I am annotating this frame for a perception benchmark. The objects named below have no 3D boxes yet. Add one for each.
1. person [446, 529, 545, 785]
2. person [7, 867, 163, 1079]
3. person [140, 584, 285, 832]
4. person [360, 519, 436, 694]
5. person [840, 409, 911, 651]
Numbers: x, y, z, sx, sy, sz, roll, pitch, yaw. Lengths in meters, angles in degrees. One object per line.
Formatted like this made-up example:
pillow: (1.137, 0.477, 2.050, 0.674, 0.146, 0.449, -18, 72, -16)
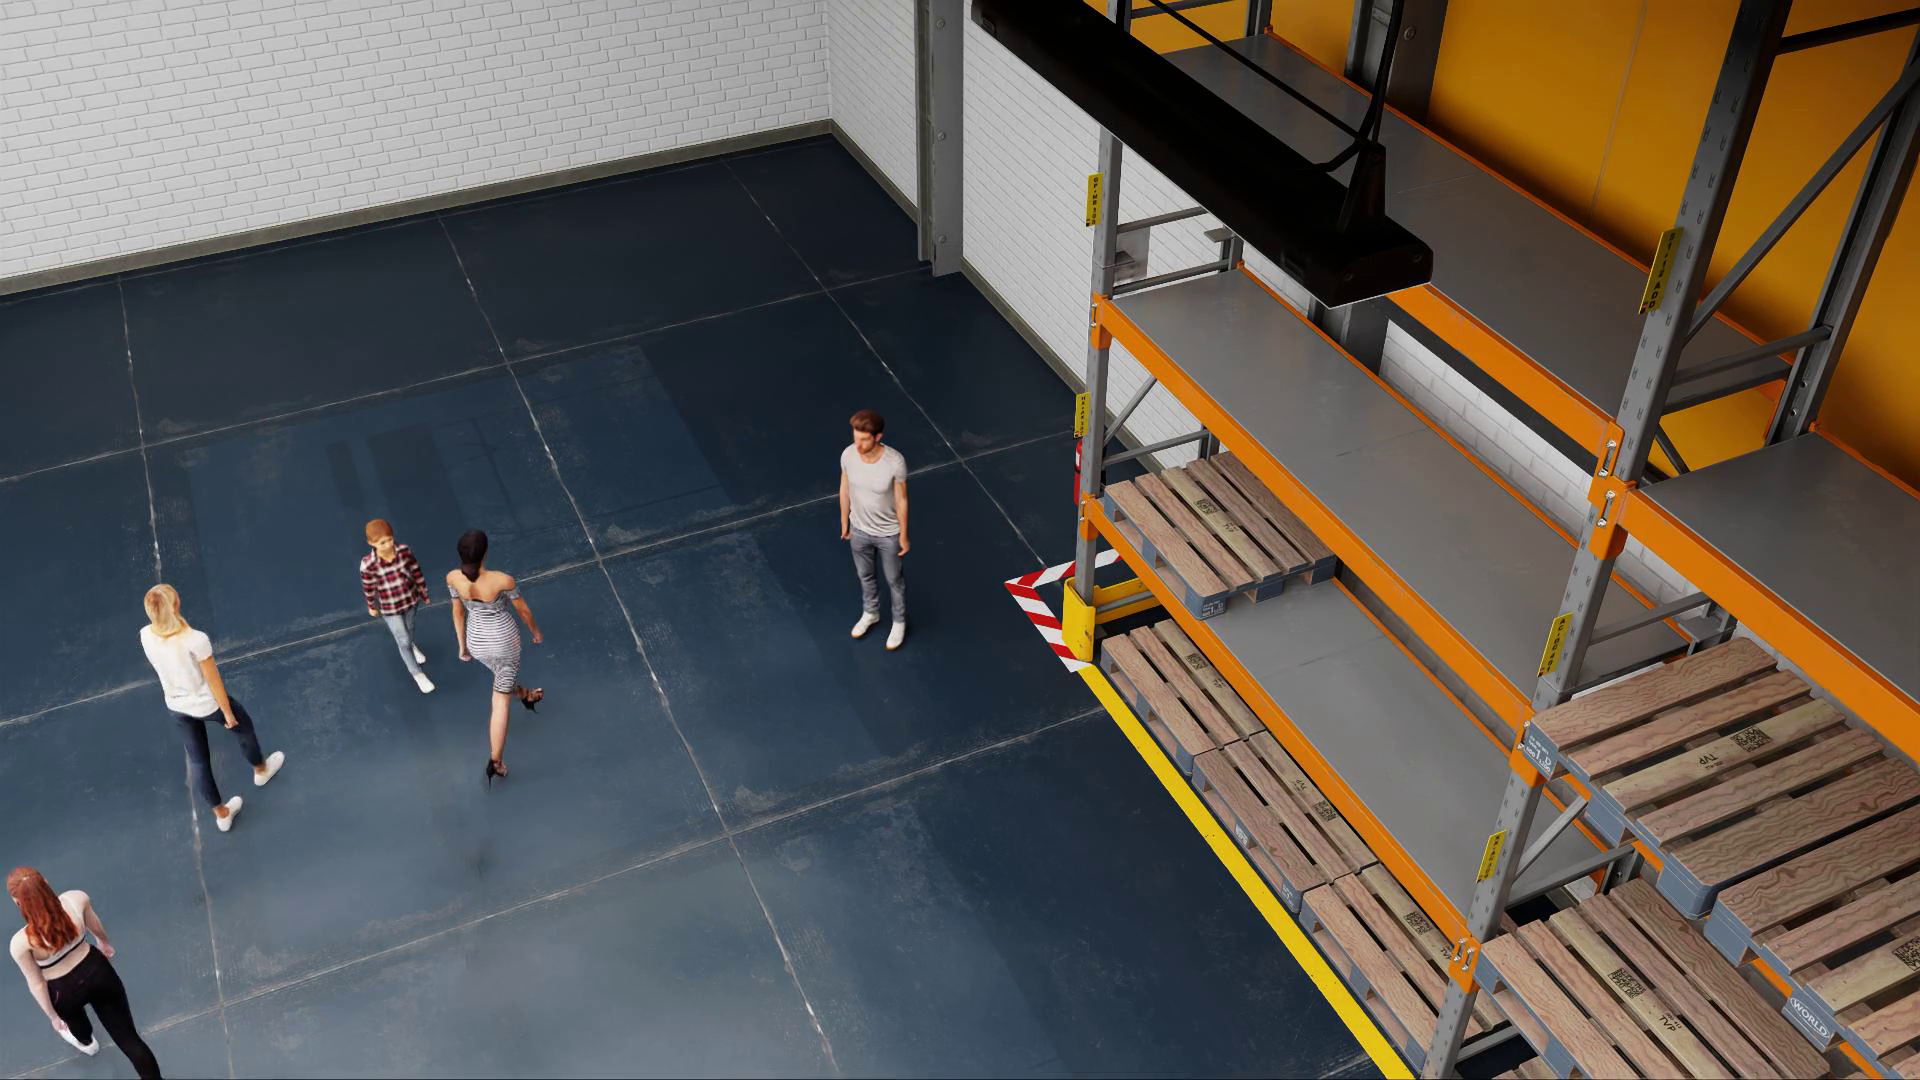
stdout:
person: (-2.908, 0.757, 10.299, 1.017, 1.770, 1.167, 7, 39, 9)
person: (-4.367, 2.318, 8.409, 1.262, 1.689, 1.019, 24, 44, 27)
person: (-4.575, 1.056, 9.909, 0.881, 1.789, 0.998, 3, 39, 4)
person: (-3.798, 0.370, 11.178, 0.695, 1.277, 0.894, -30, 47, -32)
person: (-0.558, -0.100, 11.277, 0.742, 1.889, 0.803, 13, 40, 16)
